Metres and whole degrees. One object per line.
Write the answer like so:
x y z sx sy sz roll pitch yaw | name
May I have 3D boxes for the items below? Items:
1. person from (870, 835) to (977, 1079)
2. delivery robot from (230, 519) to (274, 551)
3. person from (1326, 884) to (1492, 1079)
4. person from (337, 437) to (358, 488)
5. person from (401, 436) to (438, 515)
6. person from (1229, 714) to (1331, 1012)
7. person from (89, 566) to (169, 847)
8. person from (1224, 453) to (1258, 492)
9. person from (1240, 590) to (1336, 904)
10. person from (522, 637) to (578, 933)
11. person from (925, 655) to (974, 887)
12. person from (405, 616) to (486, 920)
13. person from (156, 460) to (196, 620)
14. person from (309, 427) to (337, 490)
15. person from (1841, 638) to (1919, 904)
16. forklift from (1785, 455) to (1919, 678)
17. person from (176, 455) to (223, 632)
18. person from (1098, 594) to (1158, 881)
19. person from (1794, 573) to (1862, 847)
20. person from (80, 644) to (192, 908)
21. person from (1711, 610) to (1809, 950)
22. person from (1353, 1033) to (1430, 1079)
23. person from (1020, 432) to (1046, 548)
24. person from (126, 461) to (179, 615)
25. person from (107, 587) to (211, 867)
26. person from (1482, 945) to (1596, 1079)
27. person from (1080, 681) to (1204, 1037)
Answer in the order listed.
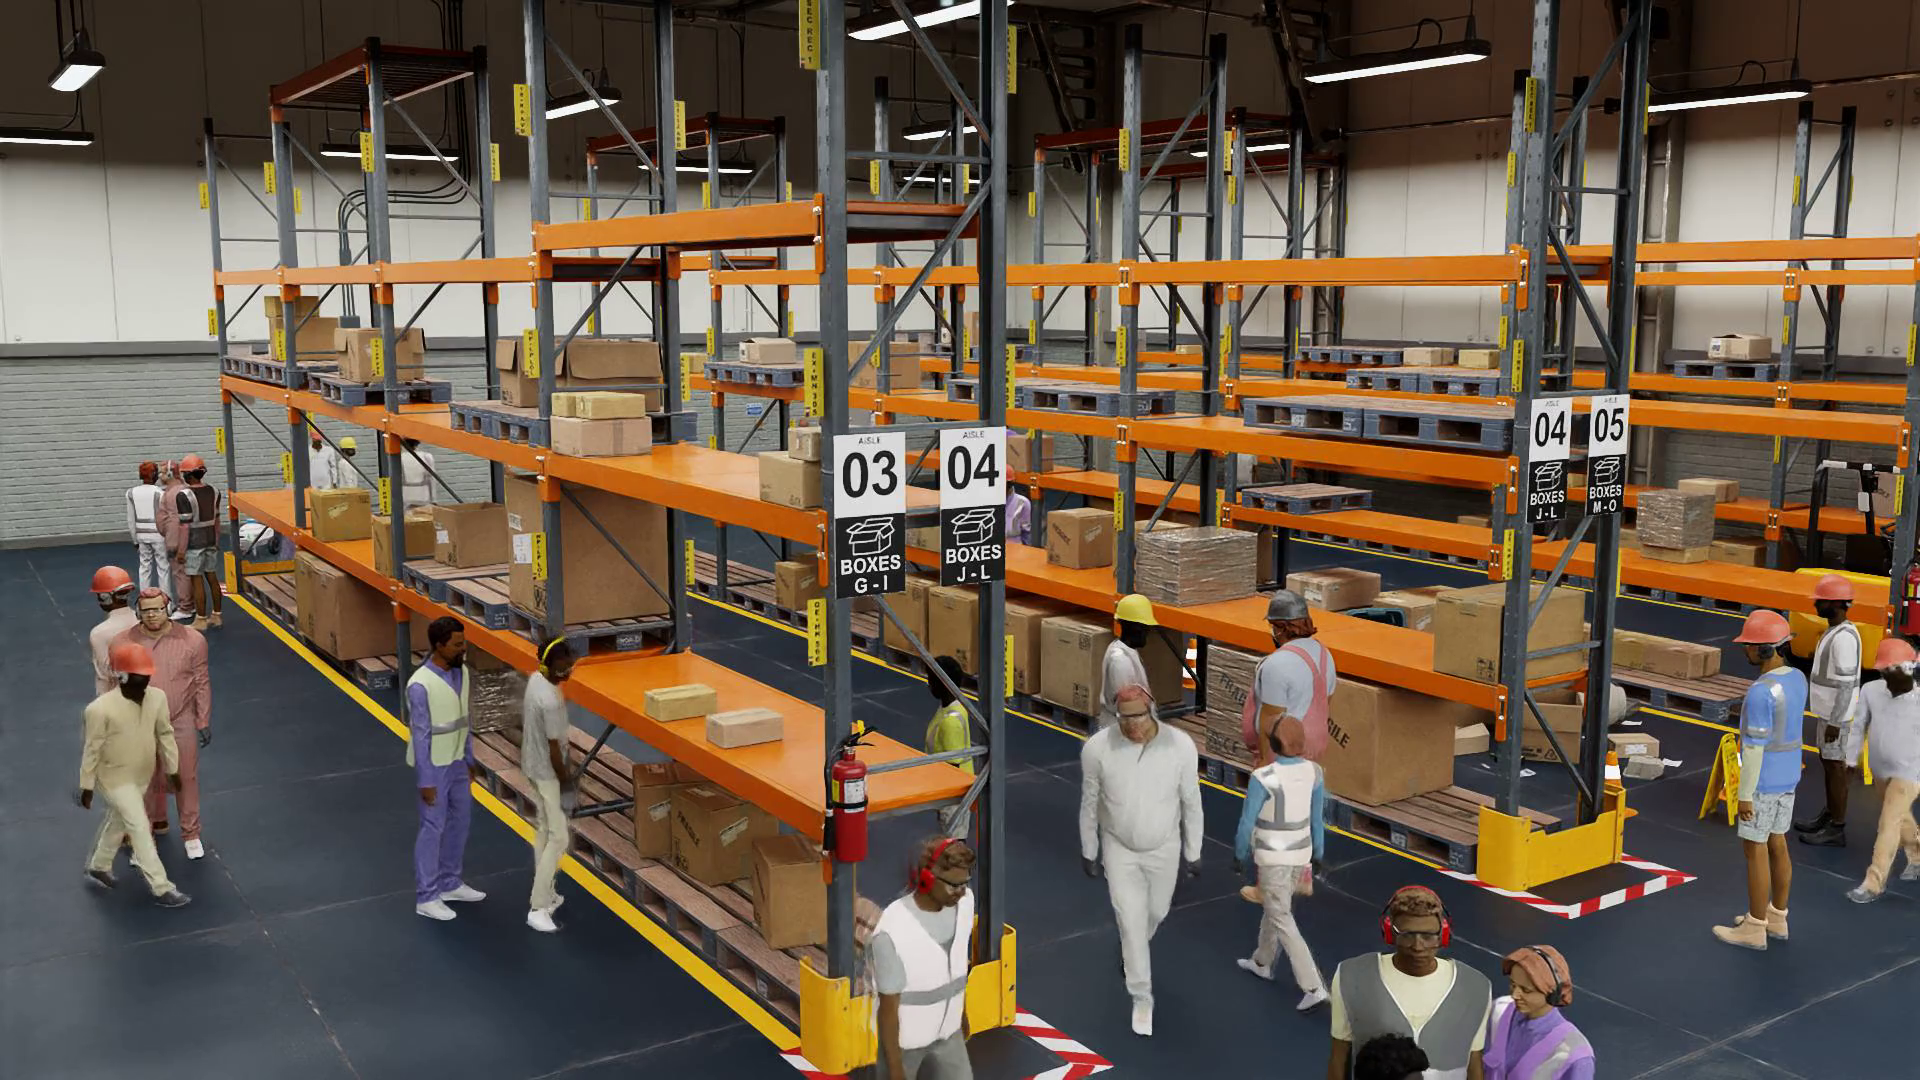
-0.135 2.026 6.798 1.005 1.772 0.643 8 12 42 | person
-10.394 -0.065 24.406 0.477 0.478 0.707 1 9 7 | delivery robot
1.591 2.110 5.951 0.564 1.847 0.388 1 9 6 | person
-8.988 -0.634 24.486 0.305 1.771 0.525 -5 10 -29 | person
-7.612 -0.563 23.142 0.662 2.028 0.430 -4 9 -25 | person
1.794 1.748 9.149 0.507 1.603 0.803 -6 10 -35 | person
-5.904 1.167 11.752 0.400 1.989 0.623 2 9 11 | person
4.287 -0.821 25.391 0.512 1.873 0.328 2 9 12 | person
2.076 1.305 10.672 0.535 2.000 0.685 8 11 42 | person
-2.537 1.475 10.265 0.342 1.832 0.656 -4 9 -25 | person
-0.067 1.541 10.253 0.320 1.692 0.531 0 9 1 | person
-3.252 1.413 10.413 0.387 1.910 0.591 2 9 14 | person
-9.365 -0.006 19.851 0.403 1.906 0.651 -2 9 -16 | person
-10.245 -0.936 26.576 0.577 1.745 0.352 -5 10 -32 | person
6.105 1.465 10.794 0.958 1.696 0.554 -4 10 -26 | person
9.643 0.253 17.172 2.313 2.155 1.214 -6 10 -33 | forklift
-8.746 0.041 19.082 0.376 2.044 0.607 3 9 17 | person
1.109 1.305 11.062 0.384 1.923 0.590 1 9 5 | person
6.129 1.195 11.746 0.373 1.935 0.552 3 9 22 | person
-5.342 1.482 10.675 0.970 1.691 0.574 3 9 20 | person
4.780 1.422 9.925 0.606 2.035 0.405 -7 11 -41 | person
1.295 2.316 5.121 0.531 1.683 0.367 -5 10 -28 | person
1.091 -0.711 24.837 0.405 1.826 0.598 -5 10 -32 | person
-9.650 -0.005 19.917 0.576 1.883 0.355 1 9 6 | person
-5.465 1.266 11.382 0.639 1.908 0.409 -3 9 -22 | person
2.044 2.221 5.934 0.314 1.634 0.515 -3 9 -19 | person
0.978 1.644 9.067 0.657 1.861 0.895 0 9 -1 | person
